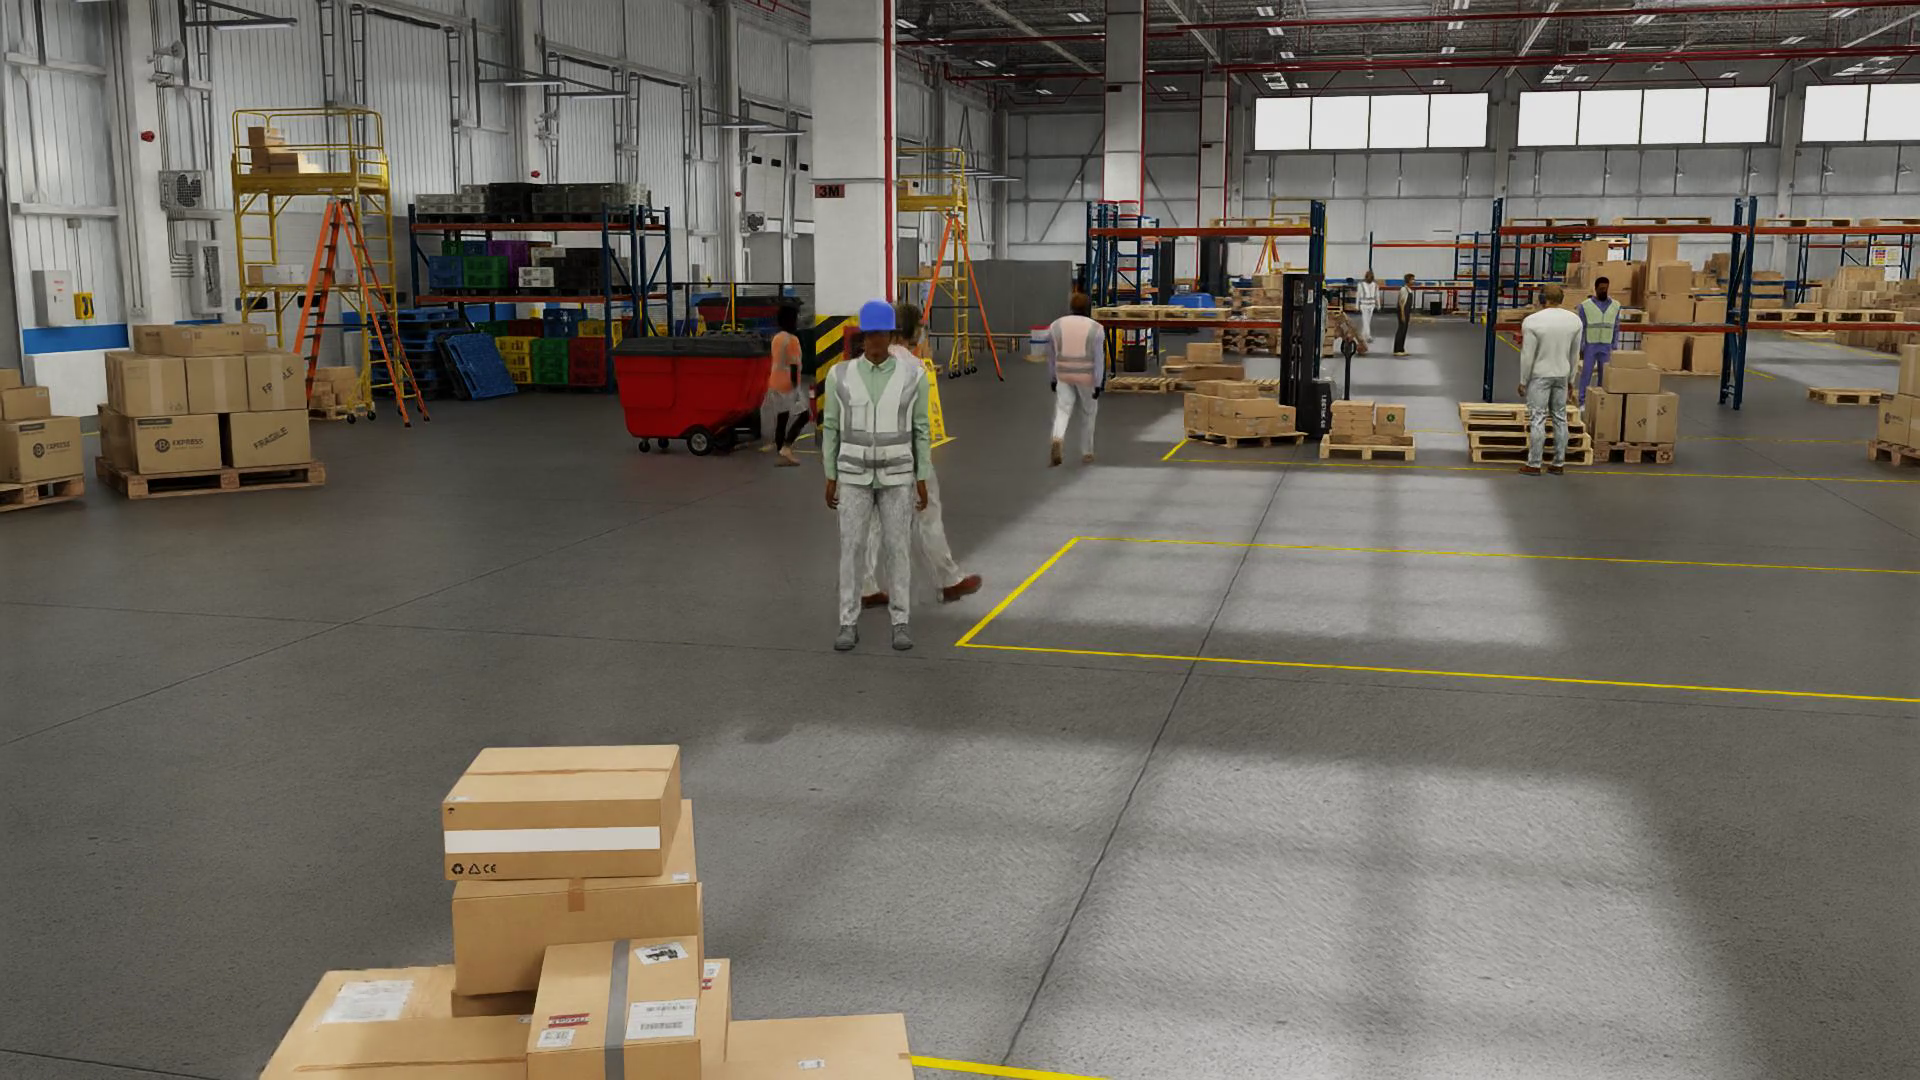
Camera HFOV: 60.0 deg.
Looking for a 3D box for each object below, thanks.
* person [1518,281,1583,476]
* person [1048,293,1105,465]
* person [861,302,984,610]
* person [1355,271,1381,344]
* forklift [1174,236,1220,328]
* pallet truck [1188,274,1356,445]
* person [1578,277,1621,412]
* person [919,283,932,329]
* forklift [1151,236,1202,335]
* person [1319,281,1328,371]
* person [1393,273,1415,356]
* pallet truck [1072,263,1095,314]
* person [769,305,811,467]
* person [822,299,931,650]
[{"bbox_3d":[5.860,-1.599,16.587,0.632,1.940,0.372,-2,10,-10],"label":"person"},{"bbox_3d":[1.209,-1.686,17.475,0.631,1.816,0.796,3,10,18],"label":"person"},{"bbox_3d":[-0.283,-0.524,10.383,0.950,1.901,0.635,-7,12,-37],"label":"person"},{"bbox_3d":[10.326,-5.874,42.080,0.596,1.835,0.979,-2,10,-13],"label":"person"},{"bbox_3d":[7.541,-7.835,50.538,1.873,2.768,1.129,-2,10,-13],"label":"forklift"},{"bbox_3d":[3.653,-2.138,19.590,1.885,1.965,0.823,-4,10,-20],"label":"pallet truck"},{"bbox_3d":[8.970,-2.741,23.414,0.585,1.911,0.391,-1,10,-3],"label":"person"},{"bbox_3d":[-0.954,-7.357,50.529,0.544,1.930,0.389,-4,10,-23],"label":"person"},{"bbox_3d":[5.866,-7.214,46.878,1.873,2.768,1.129,2,10,14],"label":"forklift"},{"bbox_3d":[6.894,-4.112,31.993,0.486,1.738,0.321,-5,11,-26],"label":"person"},{"bbox_3d":[9.858,-4.978,36.820,0.367,1.833,0.522,6,11,32],"label":"person"},{"bbox_3d":[4.325,-8.180,55.162,0.823,1.965,1.885,6,11,31],"label":"pallet truck"},{"bbox_3d":[-1.773,-1.588,17.249,0.374,1.682,0.555,-6,11,-30],"label":"person"},{"bbox_3d":[-0.466,-0.355,9.229,0.605,1.949,0.389,0,10,-1],"label":"person"}]
